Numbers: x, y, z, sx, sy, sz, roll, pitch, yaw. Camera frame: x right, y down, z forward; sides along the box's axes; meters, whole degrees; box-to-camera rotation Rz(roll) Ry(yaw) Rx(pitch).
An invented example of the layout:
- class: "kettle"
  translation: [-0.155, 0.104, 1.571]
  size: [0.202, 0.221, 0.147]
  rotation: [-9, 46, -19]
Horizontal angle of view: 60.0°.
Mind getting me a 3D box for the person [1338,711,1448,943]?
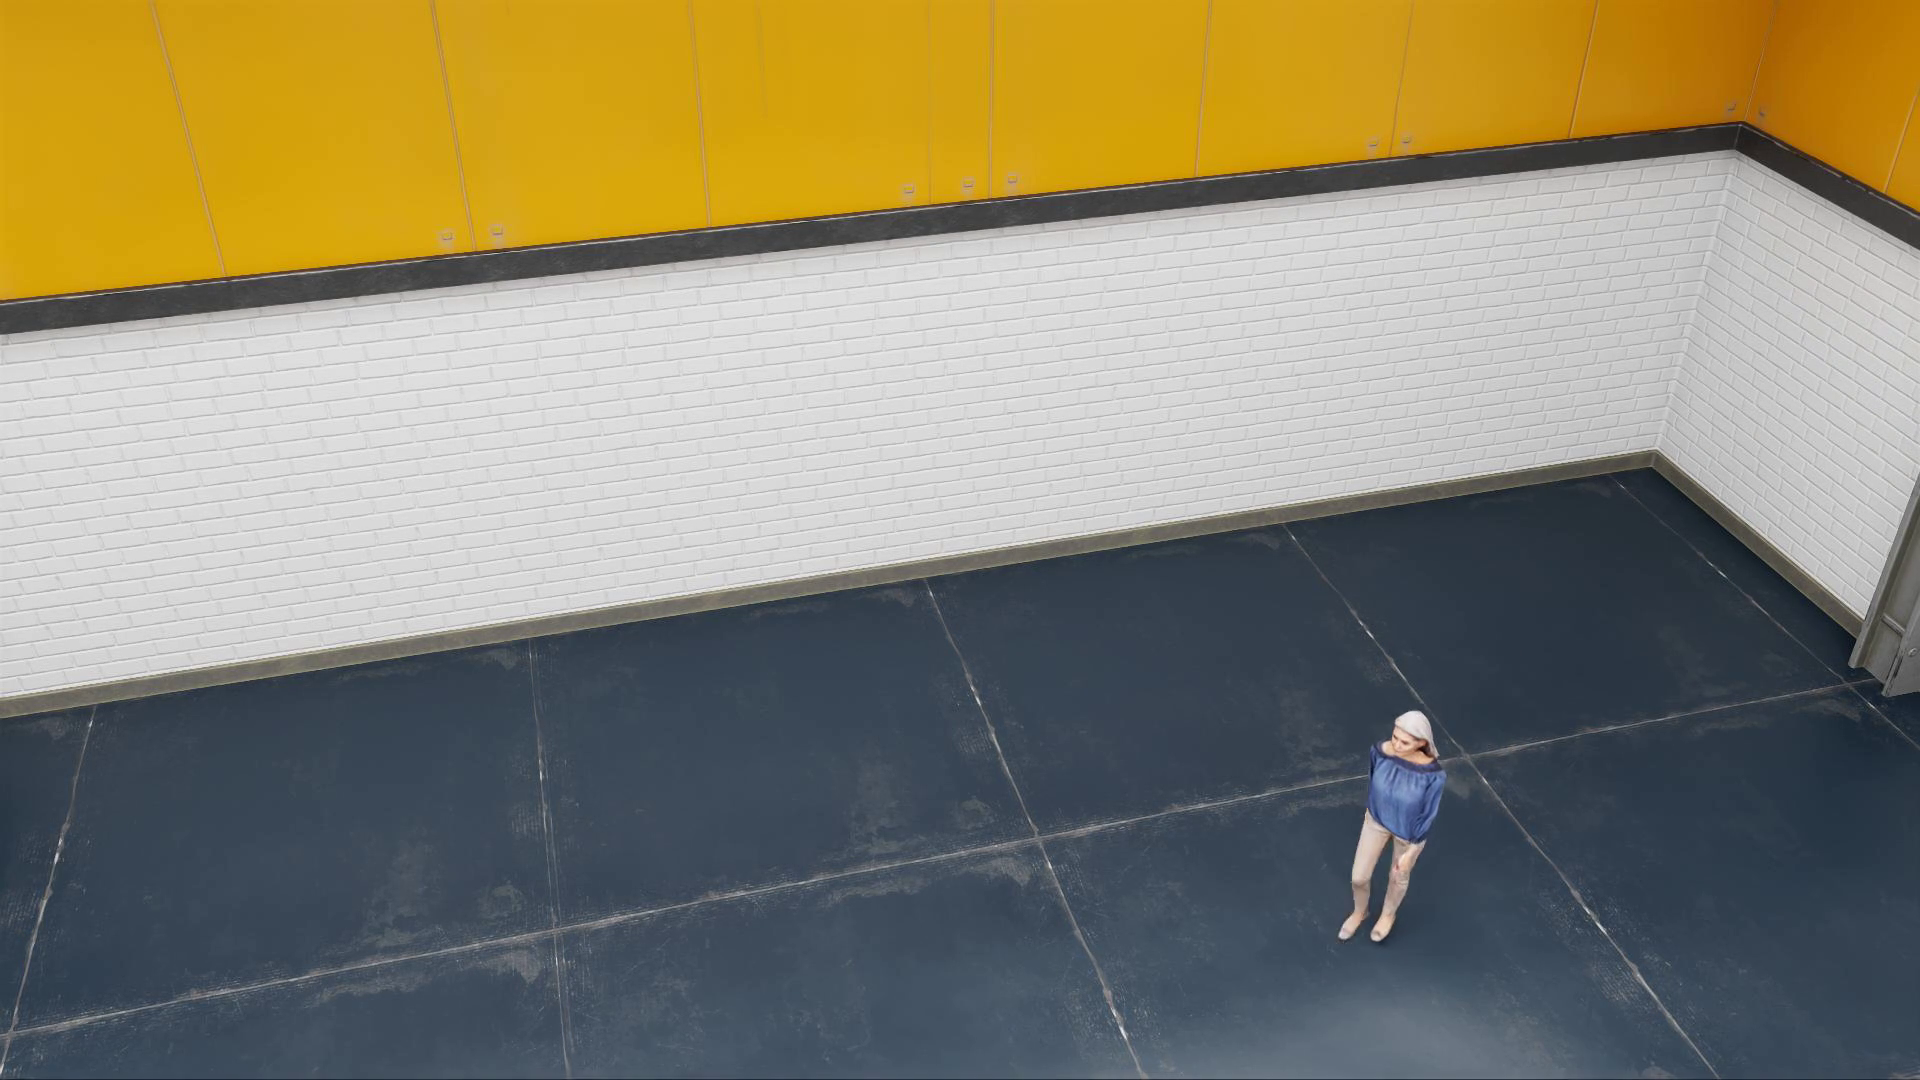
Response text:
- class: "person"
  translation: [2.510, 1.591, 9.398]
  size: [0.759, 1.684, 0.825]
  rotation: [23, 40, 31]
